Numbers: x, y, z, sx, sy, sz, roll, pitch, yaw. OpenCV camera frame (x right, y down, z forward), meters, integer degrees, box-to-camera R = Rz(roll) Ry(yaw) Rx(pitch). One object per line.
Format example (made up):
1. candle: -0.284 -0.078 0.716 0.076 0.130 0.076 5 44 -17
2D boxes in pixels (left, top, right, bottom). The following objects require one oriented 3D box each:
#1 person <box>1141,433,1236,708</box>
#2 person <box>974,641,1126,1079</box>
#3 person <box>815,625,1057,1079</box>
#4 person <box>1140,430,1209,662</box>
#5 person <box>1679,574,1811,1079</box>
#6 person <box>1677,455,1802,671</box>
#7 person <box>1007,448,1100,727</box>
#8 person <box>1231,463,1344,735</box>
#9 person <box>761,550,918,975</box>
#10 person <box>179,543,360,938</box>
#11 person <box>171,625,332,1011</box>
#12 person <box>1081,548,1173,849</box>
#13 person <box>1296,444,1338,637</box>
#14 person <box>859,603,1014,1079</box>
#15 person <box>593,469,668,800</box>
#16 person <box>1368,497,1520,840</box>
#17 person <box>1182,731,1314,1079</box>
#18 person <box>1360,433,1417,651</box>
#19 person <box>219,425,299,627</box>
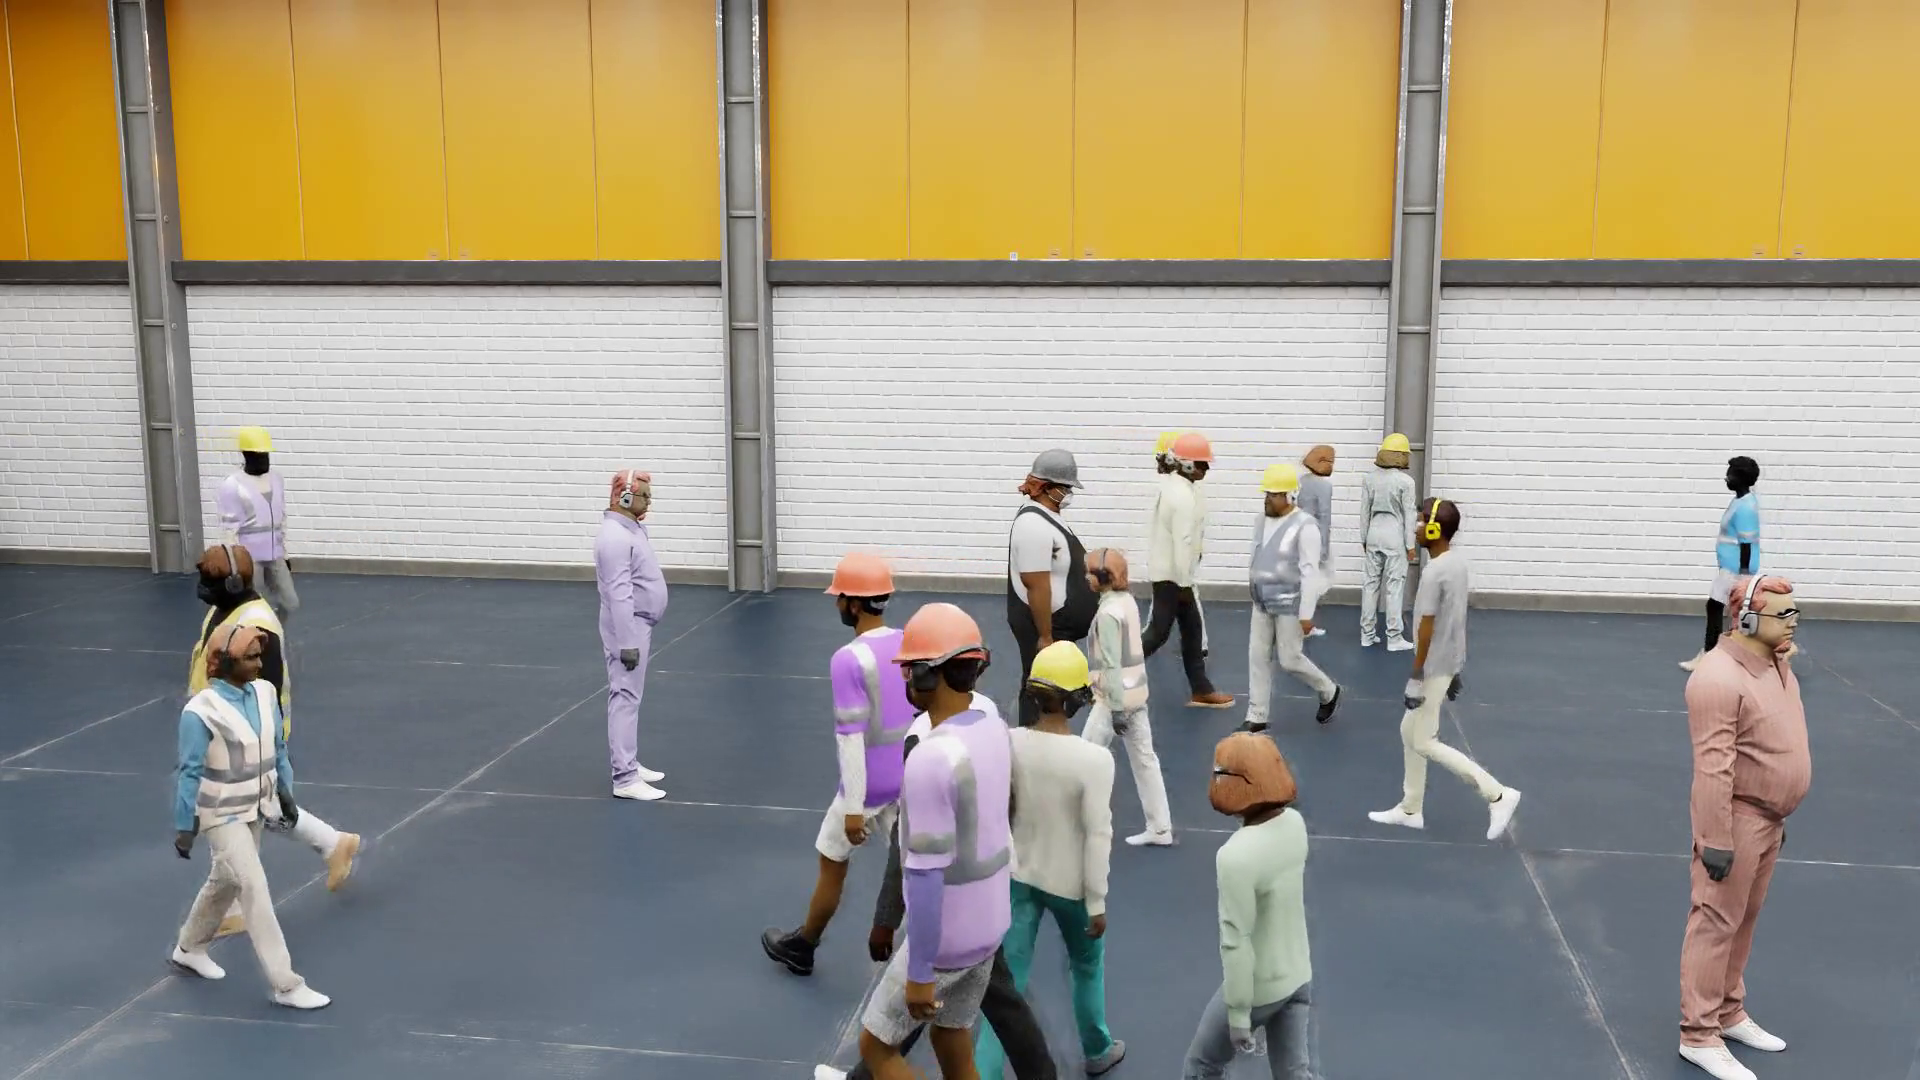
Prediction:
1. person: 1.387 0.231 11.398 0.976 1.948 0.661 0 9 0
2. person: 0.310 1.214 5.991 0.536 1.722 0.898 6 11 32
3. person: -0.049 1.187 5.764 1.021 1.848 0.716 3 10 18
4. person: 1.596 0.040 12.990 0.840 1.790 0.608 4 10 22
5. person: 2.988 1.069 6.315 0.409 1.909 0.640 8 13 42
6. person: 5.902 0.190 12.464 0.787 1.668 0.531 5 10 27
7. person: 0.541 0.473 9.581 0.535 2.000 0.674 0 9 2
8. person: 2.139 0.388 10.835 0.732 1.807 0.607 -5 10 -28
9. person: -0.385 0.977 6.955 1.017 1.879 0.573 6 11 34
10. person: -3.226 0.893 7.685 0.763 1.816 0.631 -5 11 -30
11. person: -3.024 1.129 6.930 0.870 1.591 0.522 2 9 14
12. person: 0.747 0.833 8.718 0.825 1.591 0.518 3 10 20
13. person: 2.917 0.011 13.718 0.373 1.610 0.509 -3 10 -20
14. person: -0.089 1.199 5.197 0.497 2.027 0.631 4 10 24
15. person: -1.893 0.535 9.623 0.407 1.905 0.639 -2 9 -9
16. person: 2.592 0.692 8.846 0.728 1.843 0.523 5 10 27
17. person: 0.859 1.388 5.265 0.740 1.603 0.497 8 12 42
18. person: 3.448 0.013 13.355 0.330 1.735 0.490 -8 12 -41
19. person: -5.128 0.112 12.195 0.413 1.911 0.607 3 10 20
